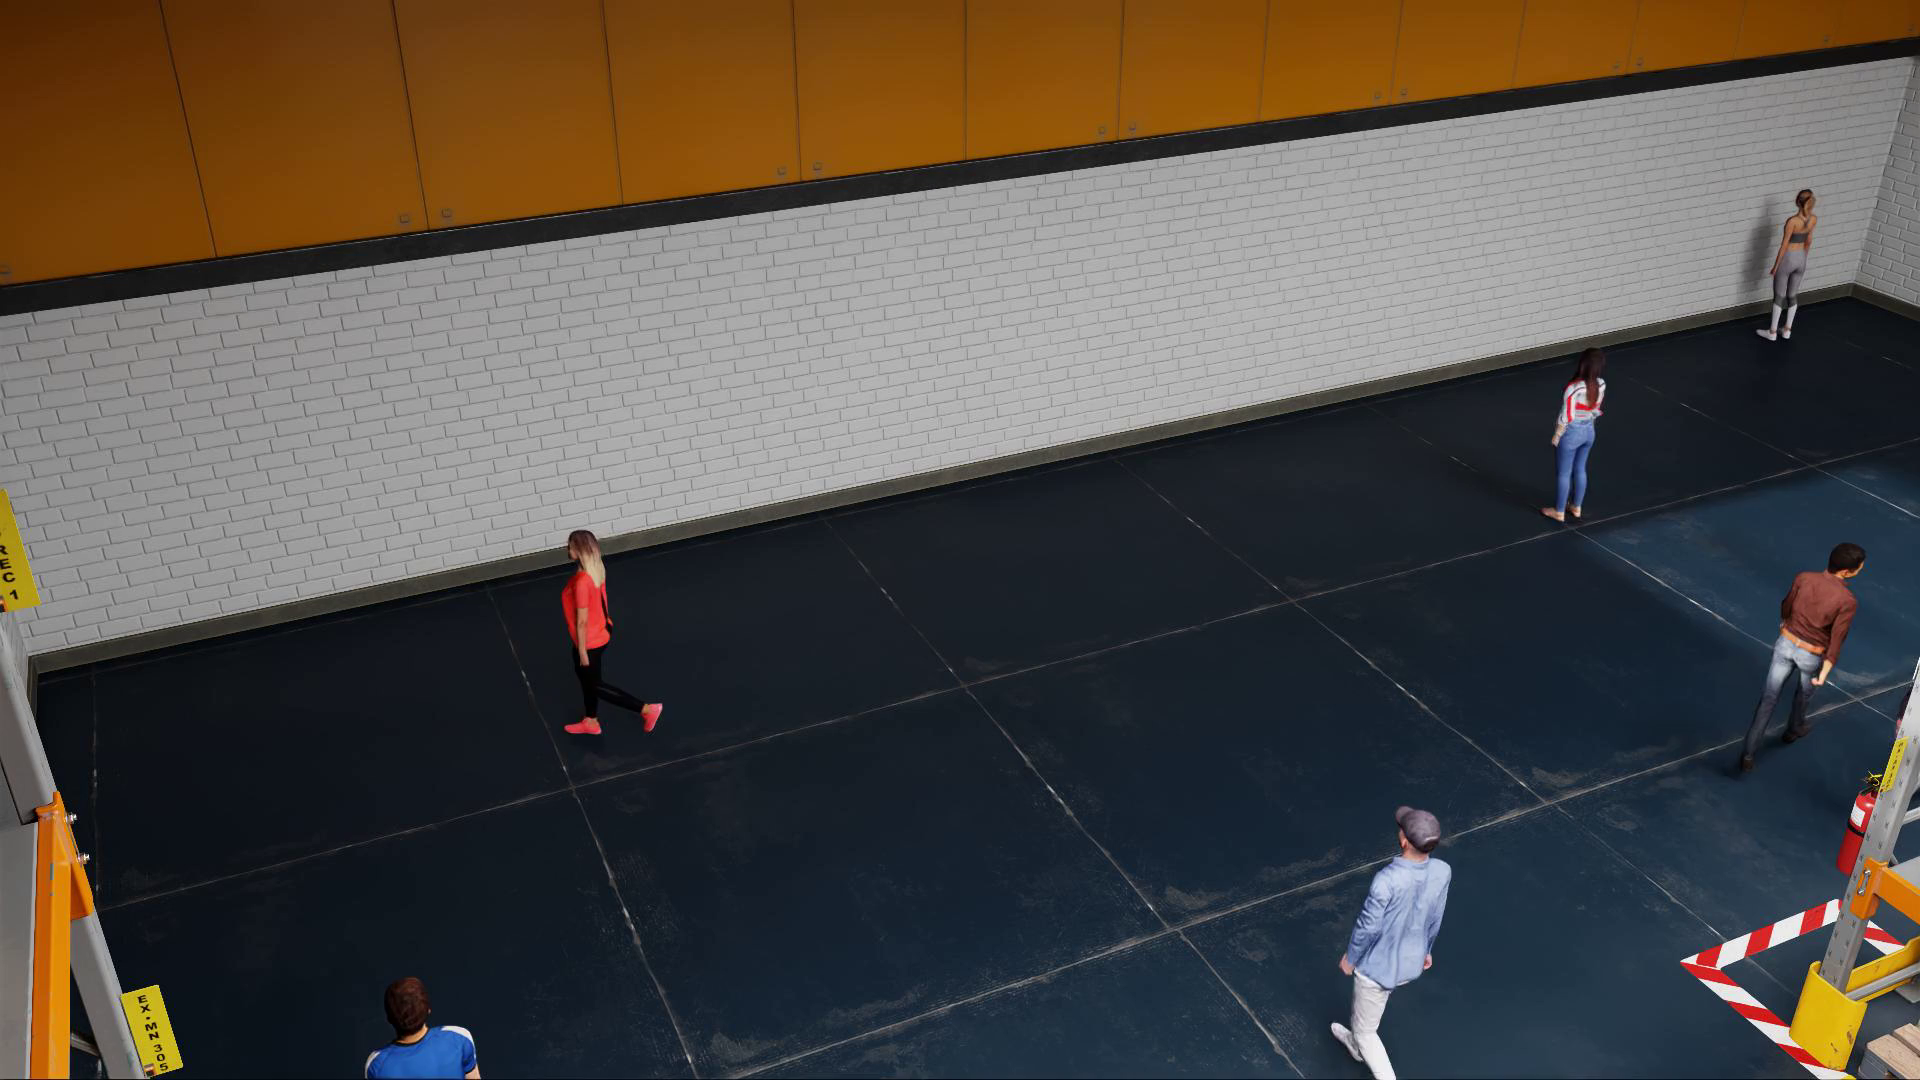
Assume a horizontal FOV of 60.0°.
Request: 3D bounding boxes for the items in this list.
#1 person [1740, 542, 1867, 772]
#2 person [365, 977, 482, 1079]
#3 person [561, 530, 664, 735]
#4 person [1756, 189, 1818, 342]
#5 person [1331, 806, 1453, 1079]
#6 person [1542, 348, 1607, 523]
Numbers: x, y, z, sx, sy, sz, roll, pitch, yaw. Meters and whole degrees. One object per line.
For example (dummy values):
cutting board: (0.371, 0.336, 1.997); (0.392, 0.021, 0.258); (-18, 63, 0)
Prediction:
person: (5.692, 0.824, 11.362); (0.952, 1.723, 1.137); (-24, 37, -37)
person: (-2.420, 2.753, 7.677); (0.666, 1.866, 0.602); (-17, 33, -28)
person: (-2.493, 0.699, 11.643); (0.925, 1.673, 1.012); (1, 29, 1)
person: (9.250, -3.064, 18.509); (0.601, 1.704, 0.550); (-8, 30, -14)
person: (2.259, 2.218, 8.654); (0.694, 1.869, 1.047); (-15, 32, -25)
person: (5.455, -0.936, 14.705); (0.595, 1.612, 0.488); (-15, 32, -25)
